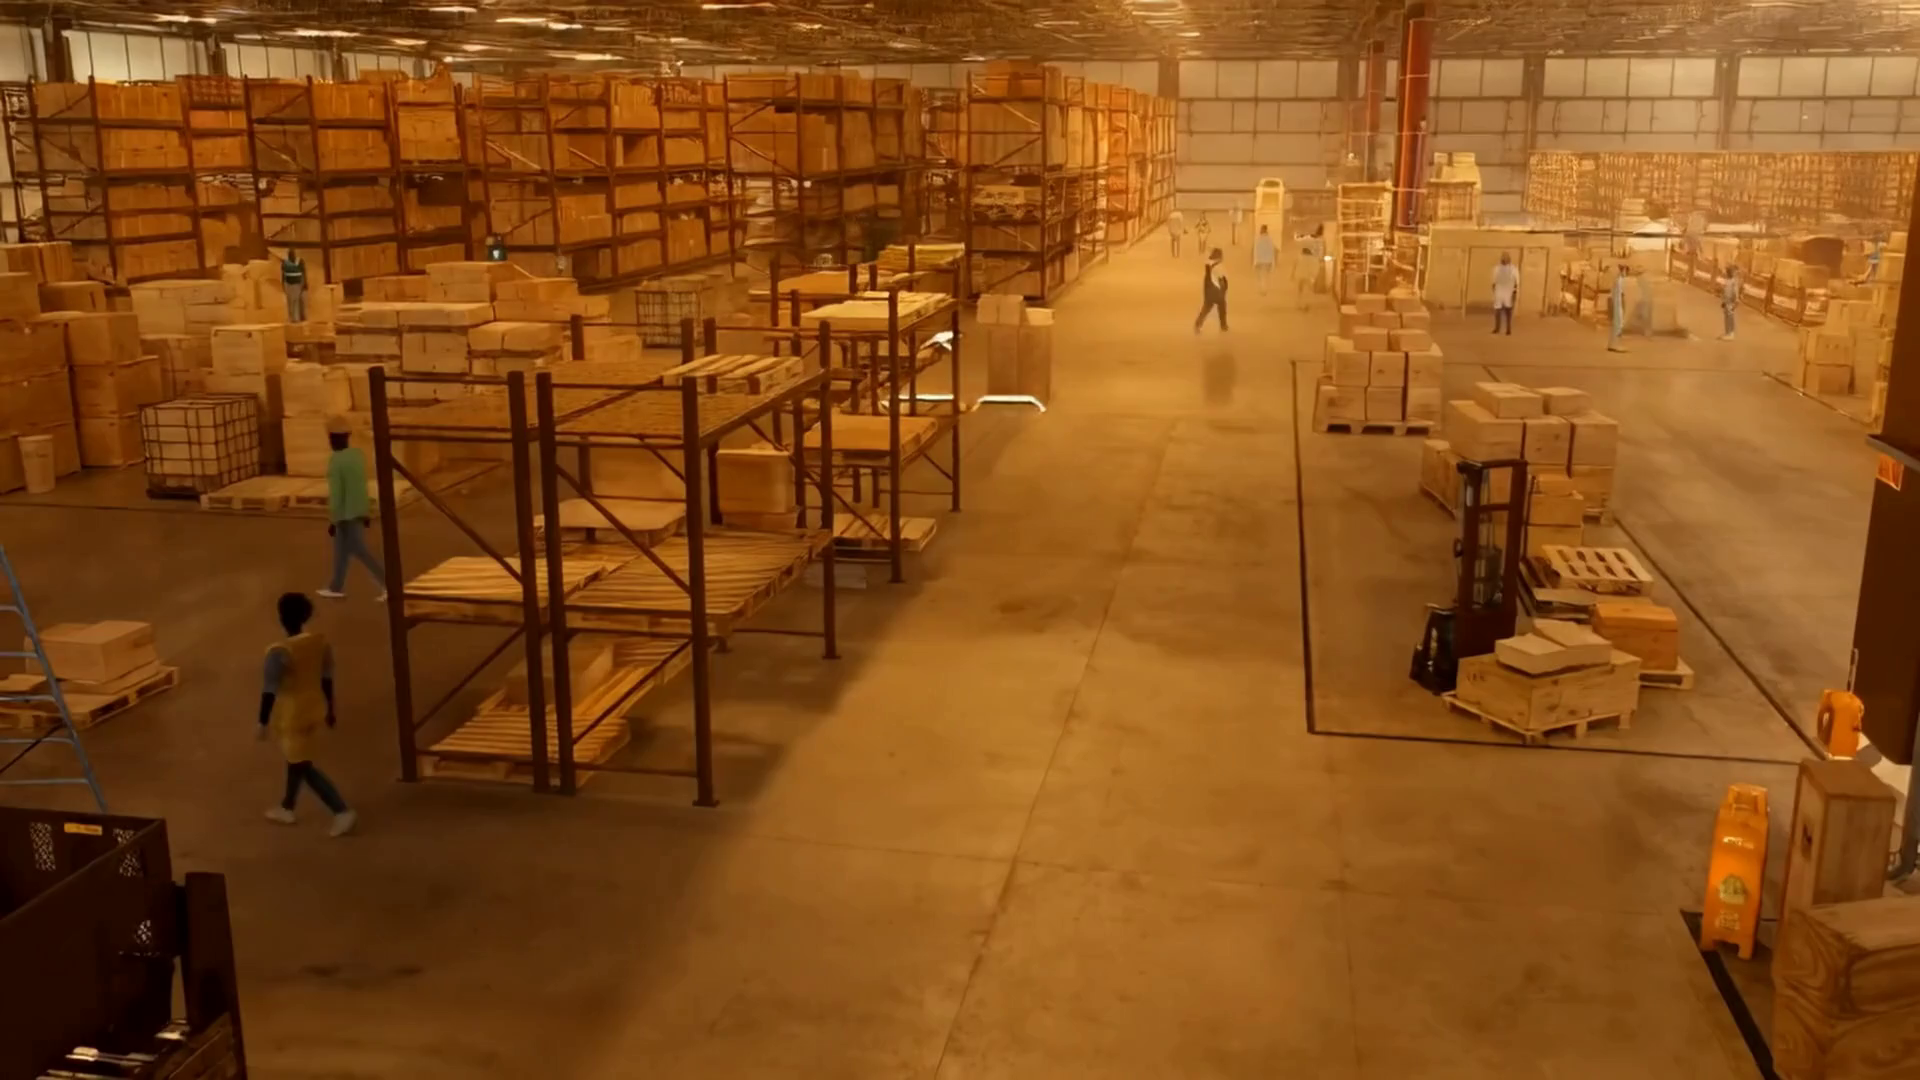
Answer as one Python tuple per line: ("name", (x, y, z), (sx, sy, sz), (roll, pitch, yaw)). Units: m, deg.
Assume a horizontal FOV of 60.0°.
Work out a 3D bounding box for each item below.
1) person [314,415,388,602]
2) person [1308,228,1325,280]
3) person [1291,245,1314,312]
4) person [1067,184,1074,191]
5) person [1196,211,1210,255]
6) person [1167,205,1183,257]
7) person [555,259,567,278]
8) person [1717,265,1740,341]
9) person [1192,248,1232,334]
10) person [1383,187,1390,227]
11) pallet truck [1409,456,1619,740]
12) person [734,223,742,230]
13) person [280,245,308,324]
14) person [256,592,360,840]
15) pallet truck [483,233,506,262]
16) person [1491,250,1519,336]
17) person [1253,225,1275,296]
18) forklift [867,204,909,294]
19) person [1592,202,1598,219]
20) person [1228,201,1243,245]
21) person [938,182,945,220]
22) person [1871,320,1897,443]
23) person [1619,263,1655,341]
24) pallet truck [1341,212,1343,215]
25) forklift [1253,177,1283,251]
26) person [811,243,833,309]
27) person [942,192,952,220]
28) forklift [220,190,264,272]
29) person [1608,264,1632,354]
("person", (-6.020, -0.308, 16.497), (0.930, 1.891, 0.596), (1, 14, 4))
("person", (11.179, -8.974, 52.225), (0.525, 1.620, 0.374), (5, 15, 20))
("person", (8.878, -6.762, 43.012), (0.541, 1.737, 0.436), (-3, 14, -11))
("person", (5.828, -18.176, 89.257), (0.646, 1.789, 0.977), (1, 14, 4))
("person", (9.212, -11.654, 63.056), (0.528, 1.654, 0.874), (-1, 14, -6))
("person", (7.949, -11.407, 61.489), (0.554, 1.920, 0.426), (2, 14, 8))
("person", (-9.651, -6.017, 40.289), (0.877, 1.594, 0.517), (-3, 14, -12))
("person", (17.229, -5.309, 37.215), (0.320, 1.693, 0.537), (0, 14, 2))
("person", (5.802, -5.751, 38.279), (0.983, 2.000, 0.688), (-8, 16, -29))
("person", (20.617, -16.077, 80.443), (0.613, 1.933, 0.535), (-13, 19, -43))
("pallet truck", (4.504, 0.400, 13.395), (0.823, 1.965, 1.885), (-6, 15, -23))
("person", (-9.341, -13.245, 68.989), (0.652, 1.900, 0.920), (1, 14, 5))
("person", (-16.116, -6.170, 40.259), (0.592, 1.911, 0.385), (-13, 19, -42))
("person", (-4.339, 1.158, 11.004), (0.818, 1.657, 0.532), (4, 14, 16))
("pallet truck", (-11.832, -7.026, 43.548), (1.885, 1.965, 0.823), (8, 16, 28))
("person", (12.448, -5.644, 38.033), (0.598, 1.959, 0.387), (12, 18, 39))
("person", (8.645, -7.954, 47.332), (0.618, 1.996, 0.388), (-3, 14, -11))
("forklift", (-1.812, -7.002, 41.632), (1.129, 2.768, 1.873), (3, 14, 10))
("person", (33.750, -18.020, 88.551), (0.809, 1.811, 0.611), (1, 14, 3))
("person", (11.230, -12.923, 67.869), (0.600, 1.813, 0.651), (3, 14, 13))
("person", (-0.865, -17.940, 87.932), (0.617, 1.966, 0.775), (6, 15, 23))
("person", (13.731, -2.302, 24.528), (0.394, 1.920, 0.587), (2, 14, 8))
("person", (15.155, -5.306, 37.118), (0.870, 1.727, 0.538), (2, 14, 8))
("pallet truck", (15.874, -13.227, 70.310), (0.680, 1.201, 1.601), (10, 17, 35))
("forklift", (12.083, -12.747, 64.956), (1.129, 2.768, 1.873), (3, 14, 10))
("person", (-3.474, -6.545, 41.849), (0.593, 1.867, 0.657), (4, 14, 17))
("person", (-0.677, -17.601, 86.979), (0.546, 1.750, 0.416), (7, 15, 26))
("forklift", (-21.727, -9.345, 51.143), (1.873, 2.768, 1.129), (5, 15, 18))
("person", (13.939, -4.875, 35.081), (0.309, 1.868, 0.535), (1, 14, 5))
